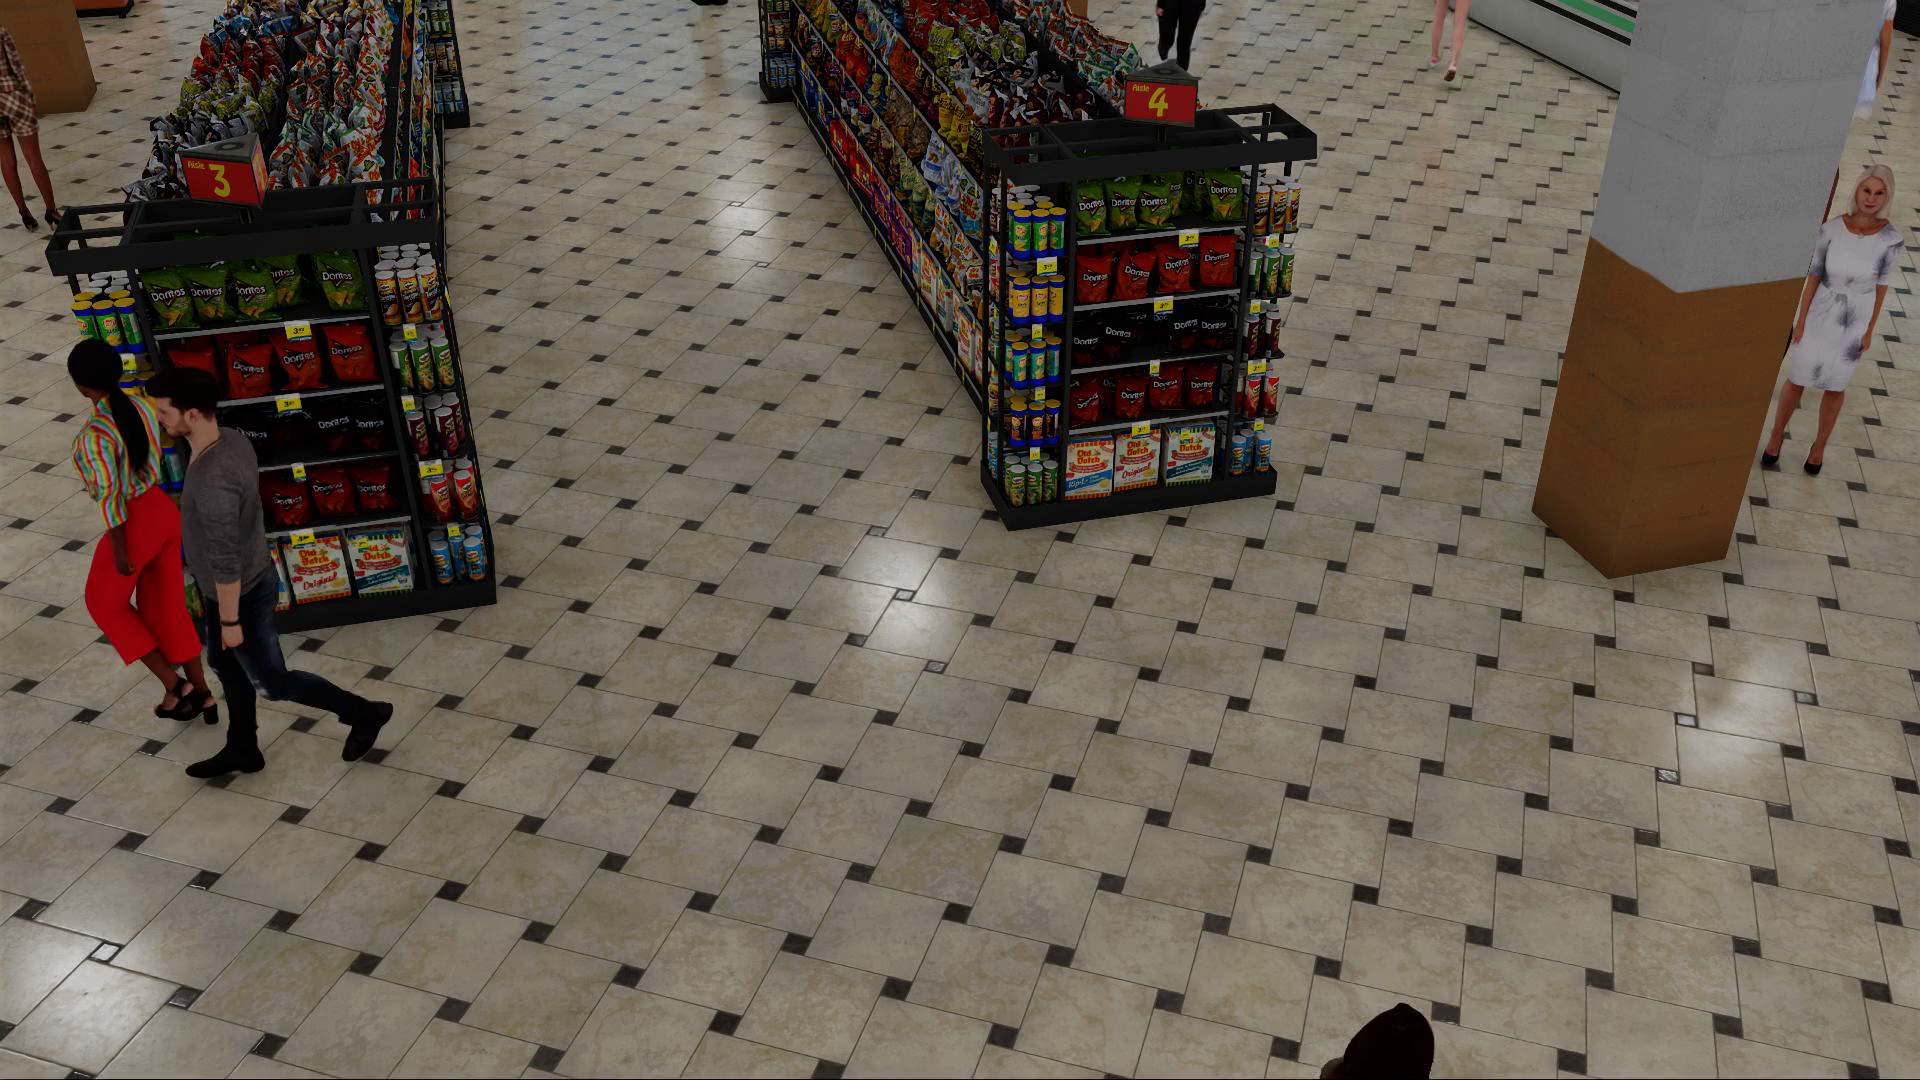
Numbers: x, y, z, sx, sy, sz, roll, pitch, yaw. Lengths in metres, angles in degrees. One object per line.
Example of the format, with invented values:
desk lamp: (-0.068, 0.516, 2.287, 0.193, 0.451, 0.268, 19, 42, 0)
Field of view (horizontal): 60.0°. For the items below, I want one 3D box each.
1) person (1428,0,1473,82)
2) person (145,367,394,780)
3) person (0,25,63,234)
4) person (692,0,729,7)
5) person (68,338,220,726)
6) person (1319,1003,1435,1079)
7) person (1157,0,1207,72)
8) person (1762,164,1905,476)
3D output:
person: (4.554, -5.082, 15.228, 0.928, 1.716, 1.206, 7, 33, 11)
person: (-2.789, 0.178, 6.621, 0.848, 1.879, 1.067, -14, 34, -21)
person: (-6.856, -3.087, 11.947, 0.613, 1.794, 0.588, -3, 32, -5)
person: (-2.769, -6.491, 17.395, 0.942, 1.818, 0.840, 8, 33, 13)
person: (-3.333, 0.023, 6.979, 0.815, 1.763, 0.738, 3, 32, 4)
person: (1.015, 1.821, 4.393, 0.947, 1.443, 1.013, -26, 40, -35)
person: (1.941, -4.780, 14.783, 0.741, 1.673, 0.988, -2, 32, -3)
person: (4.697, -1.174, 8.918, 0.645, 1.748, 0.688, 13, 34, 20)
